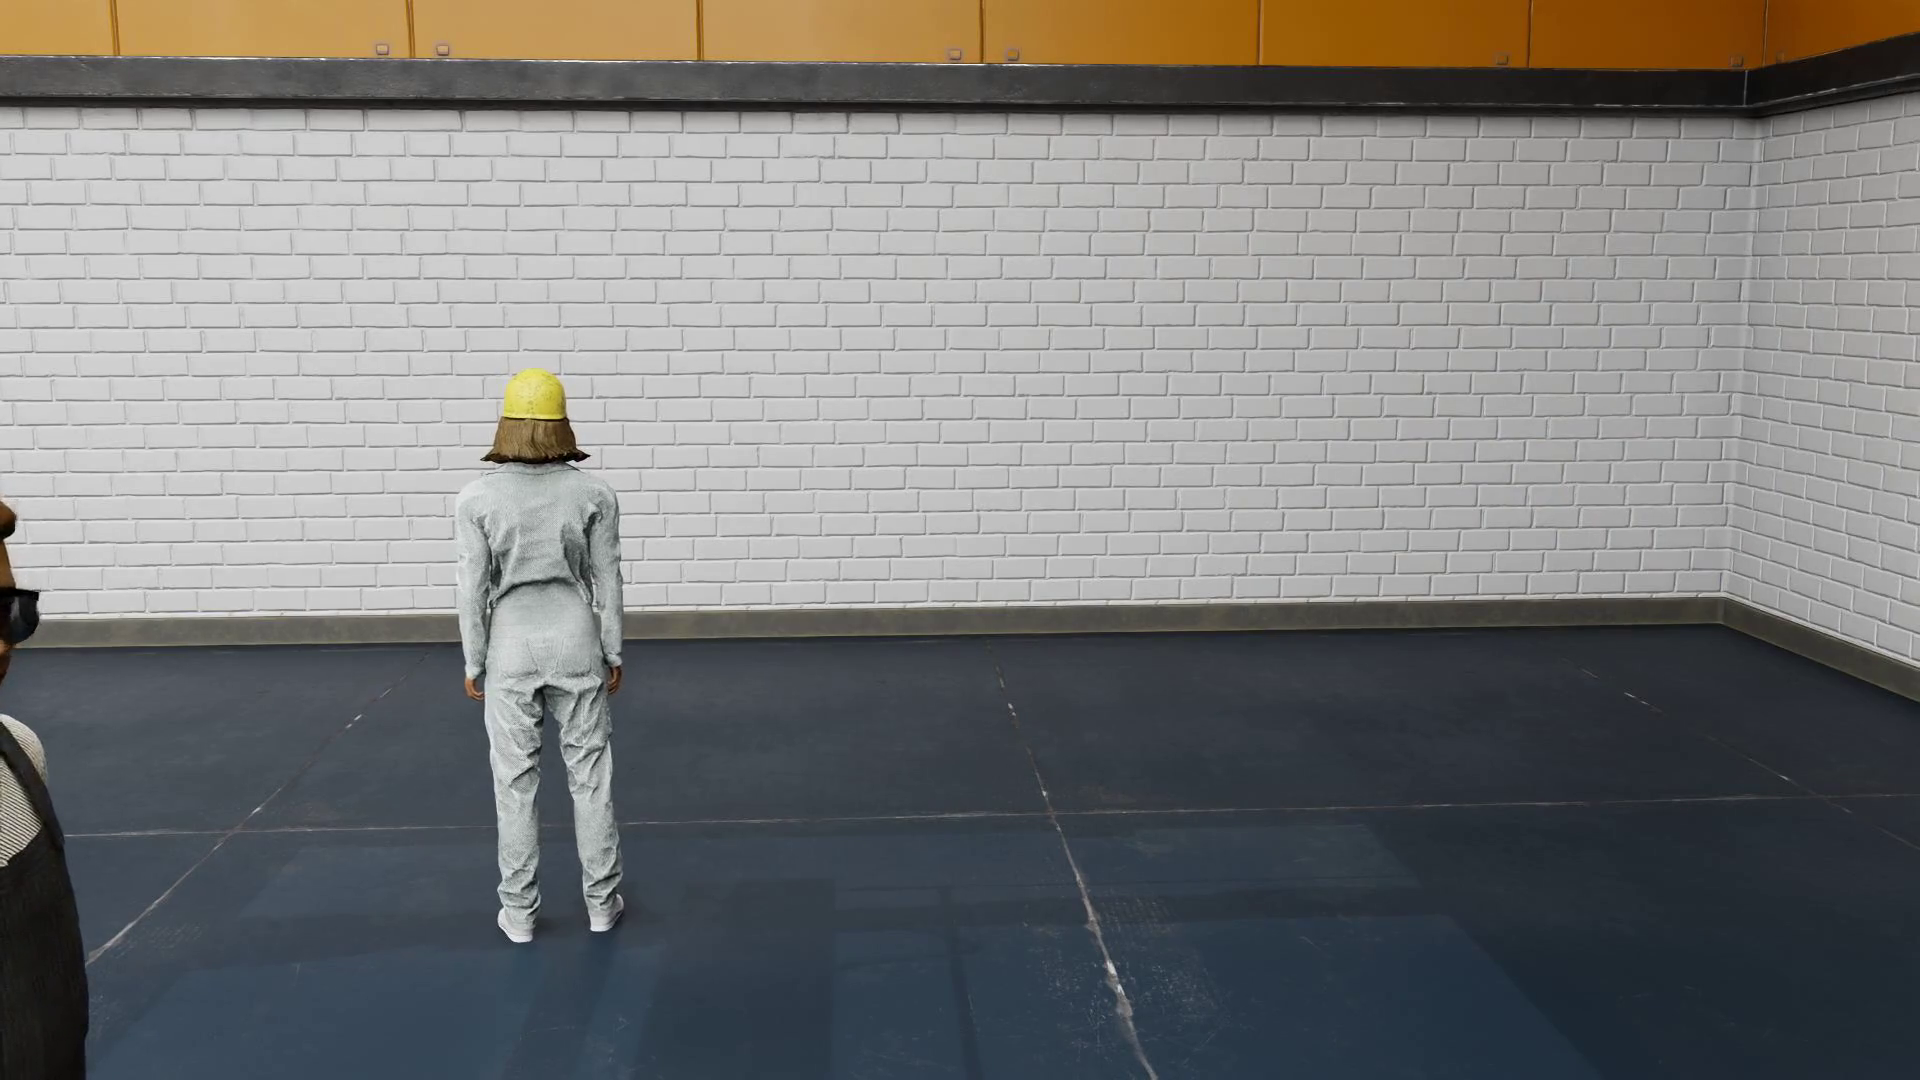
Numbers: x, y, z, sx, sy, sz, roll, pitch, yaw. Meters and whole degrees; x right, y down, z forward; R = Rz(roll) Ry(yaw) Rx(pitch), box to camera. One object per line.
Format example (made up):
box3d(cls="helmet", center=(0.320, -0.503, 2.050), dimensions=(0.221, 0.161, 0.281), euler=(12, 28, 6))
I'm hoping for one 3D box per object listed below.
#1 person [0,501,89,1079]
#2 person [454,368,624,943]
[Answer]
box3d(cls="person", center=(-1.113, 0.822, 1.813), dimensions=(0.324, 1.842, 0.514), euler=(0, 9, 1))
box3d(cls="person", center=(-1.273, 0.351, 5.085), dimensions=(0.490, 1.743, 0.324), euler=(-3, 9, -16))
